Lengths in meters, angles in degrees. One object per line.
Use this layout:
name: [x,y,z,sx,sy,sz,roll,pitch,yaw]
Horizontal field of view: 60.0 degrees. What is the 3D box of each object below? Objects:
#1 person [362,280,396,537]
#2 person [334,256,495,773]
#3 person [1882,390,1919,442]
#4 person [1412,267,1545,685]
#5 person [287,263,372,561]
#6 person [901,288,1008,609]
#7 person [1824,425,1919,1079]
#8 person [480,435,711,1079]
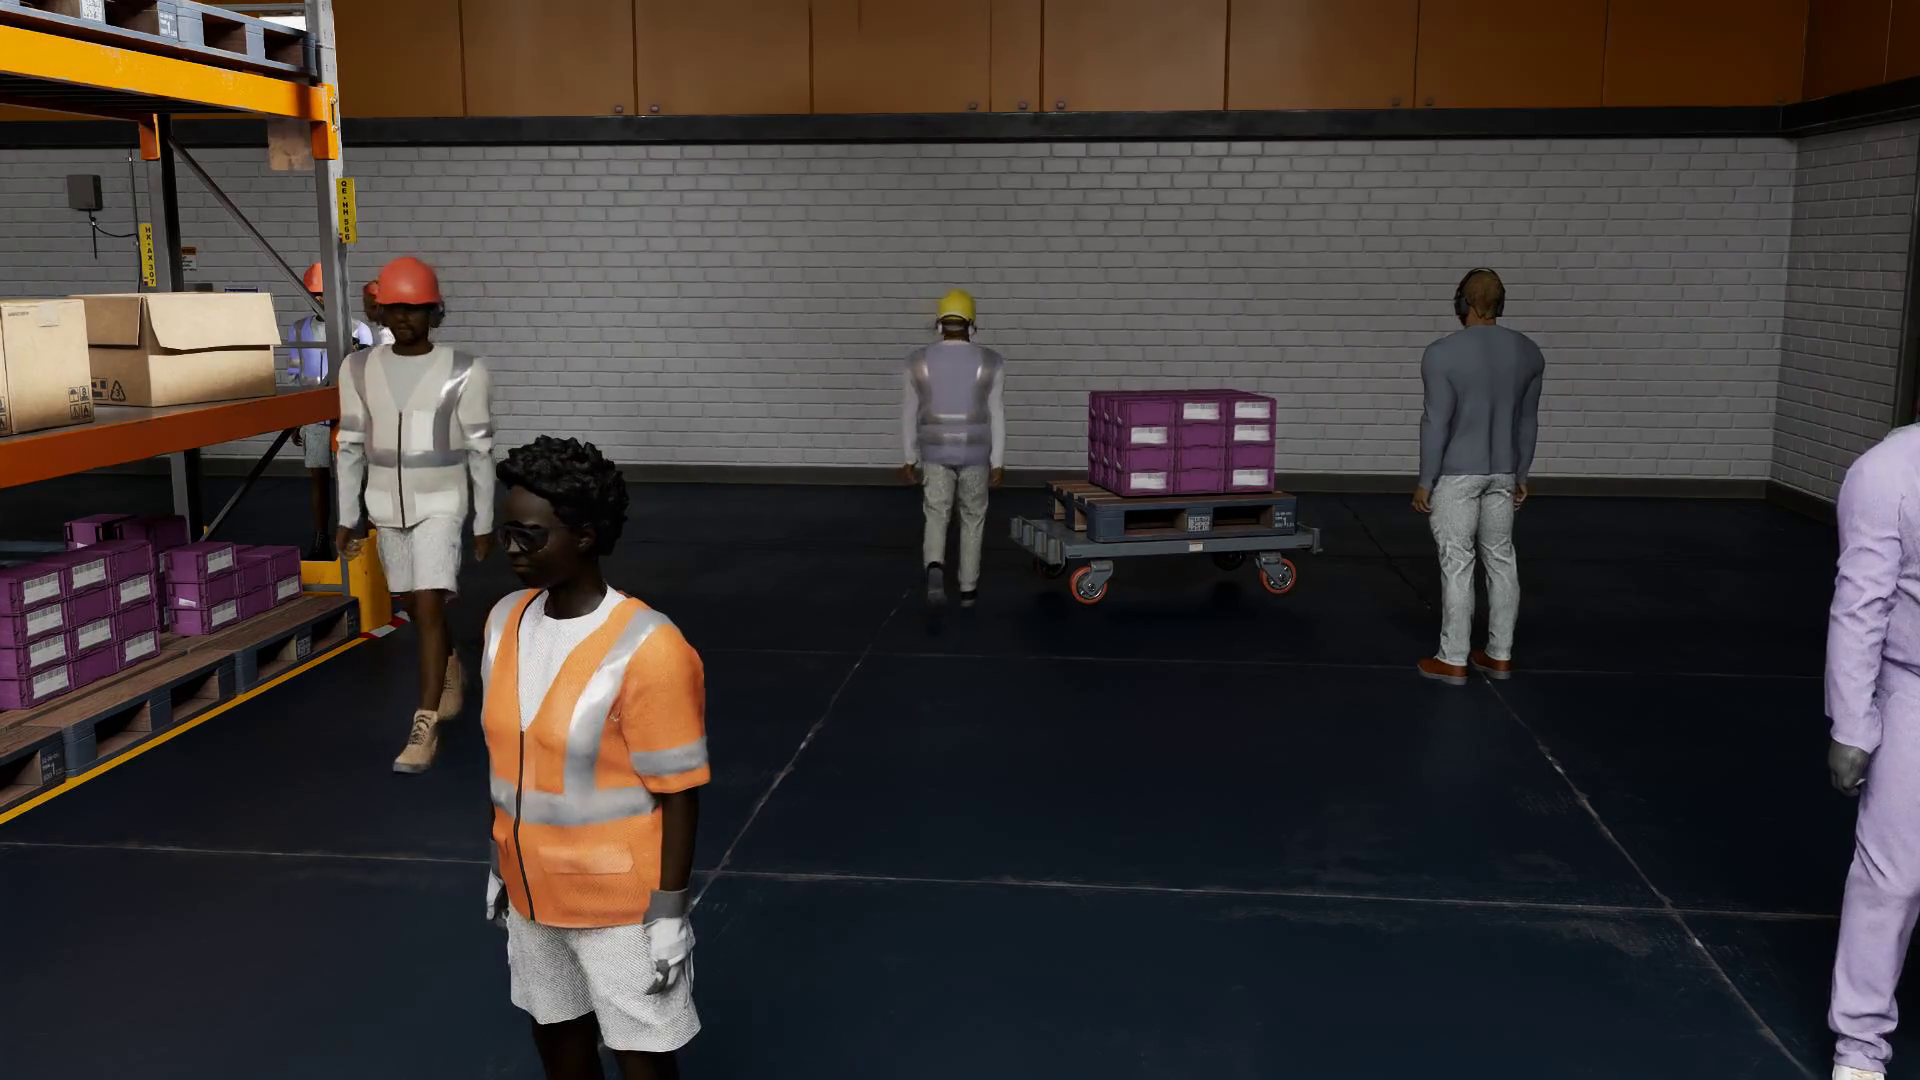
person: [-3.940,-0.875,11.477,0.663,1.823,0.654,-1,10,-5]
person: [-2.180,-0.149,6.791,0.600,2.008,1.026,1,10,5]
person: [3.878,0.073,6.588,0.516,1.609,0.517,4,11,22]
person: [2.403,-0.292,7.772,0.631,1.938,0.362,-3,10,-18]
person: [-4.005,-0.785,10.598,0.545,1.939,0.354,0,10,0]
person: [-0.033,-0.492,9.273,0.598,1.809,0.664,1,10,6]
person: [2.305,0.425,3.764,0.655,1.906,0.407,0,10,3]
person: [-0.690,0.650,3.074,0.540,1.695,0.317,7,12,35]
